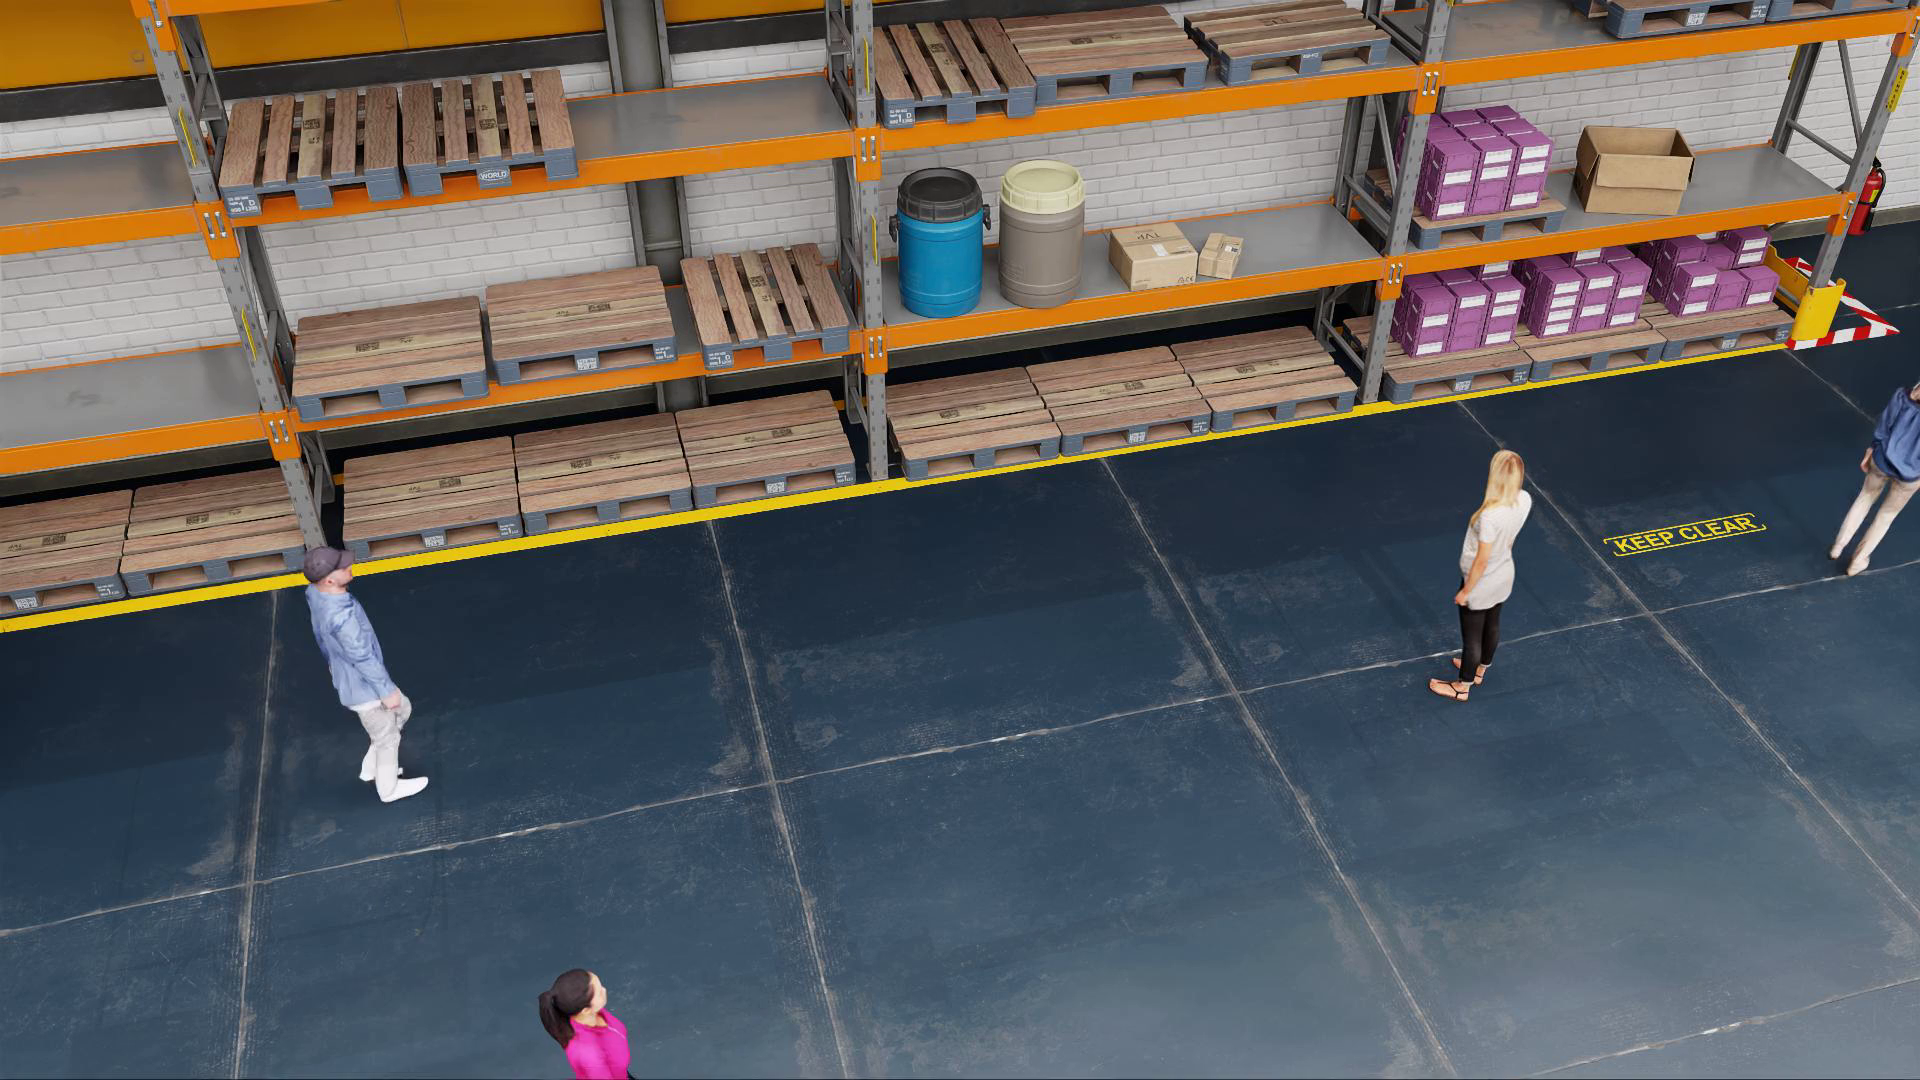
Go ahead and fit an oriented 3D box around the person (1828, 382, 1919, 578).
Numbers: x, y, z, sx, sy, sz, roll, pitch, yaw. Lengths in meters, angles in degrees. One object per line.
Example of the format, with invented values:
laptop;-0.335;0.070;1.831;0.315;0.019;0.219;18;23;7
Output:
person;6.235;-0.444;11.096;0.759;1.678;0.800;30;47;32

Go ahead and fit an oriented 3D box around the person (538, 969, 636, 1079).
person;-1.691;2.531;7.385;1.125;1.660;0.576;-10;40;-13

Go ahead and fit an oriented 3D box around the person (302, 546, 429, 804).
person;-3.428;0.813;9.354;0.712;1.877;0.722;-21;43;-24

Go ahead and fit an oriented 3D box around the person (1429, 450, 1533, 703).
person;3.217;0.236;10.120;0.625;1.823;0.746;-30;48;-32
